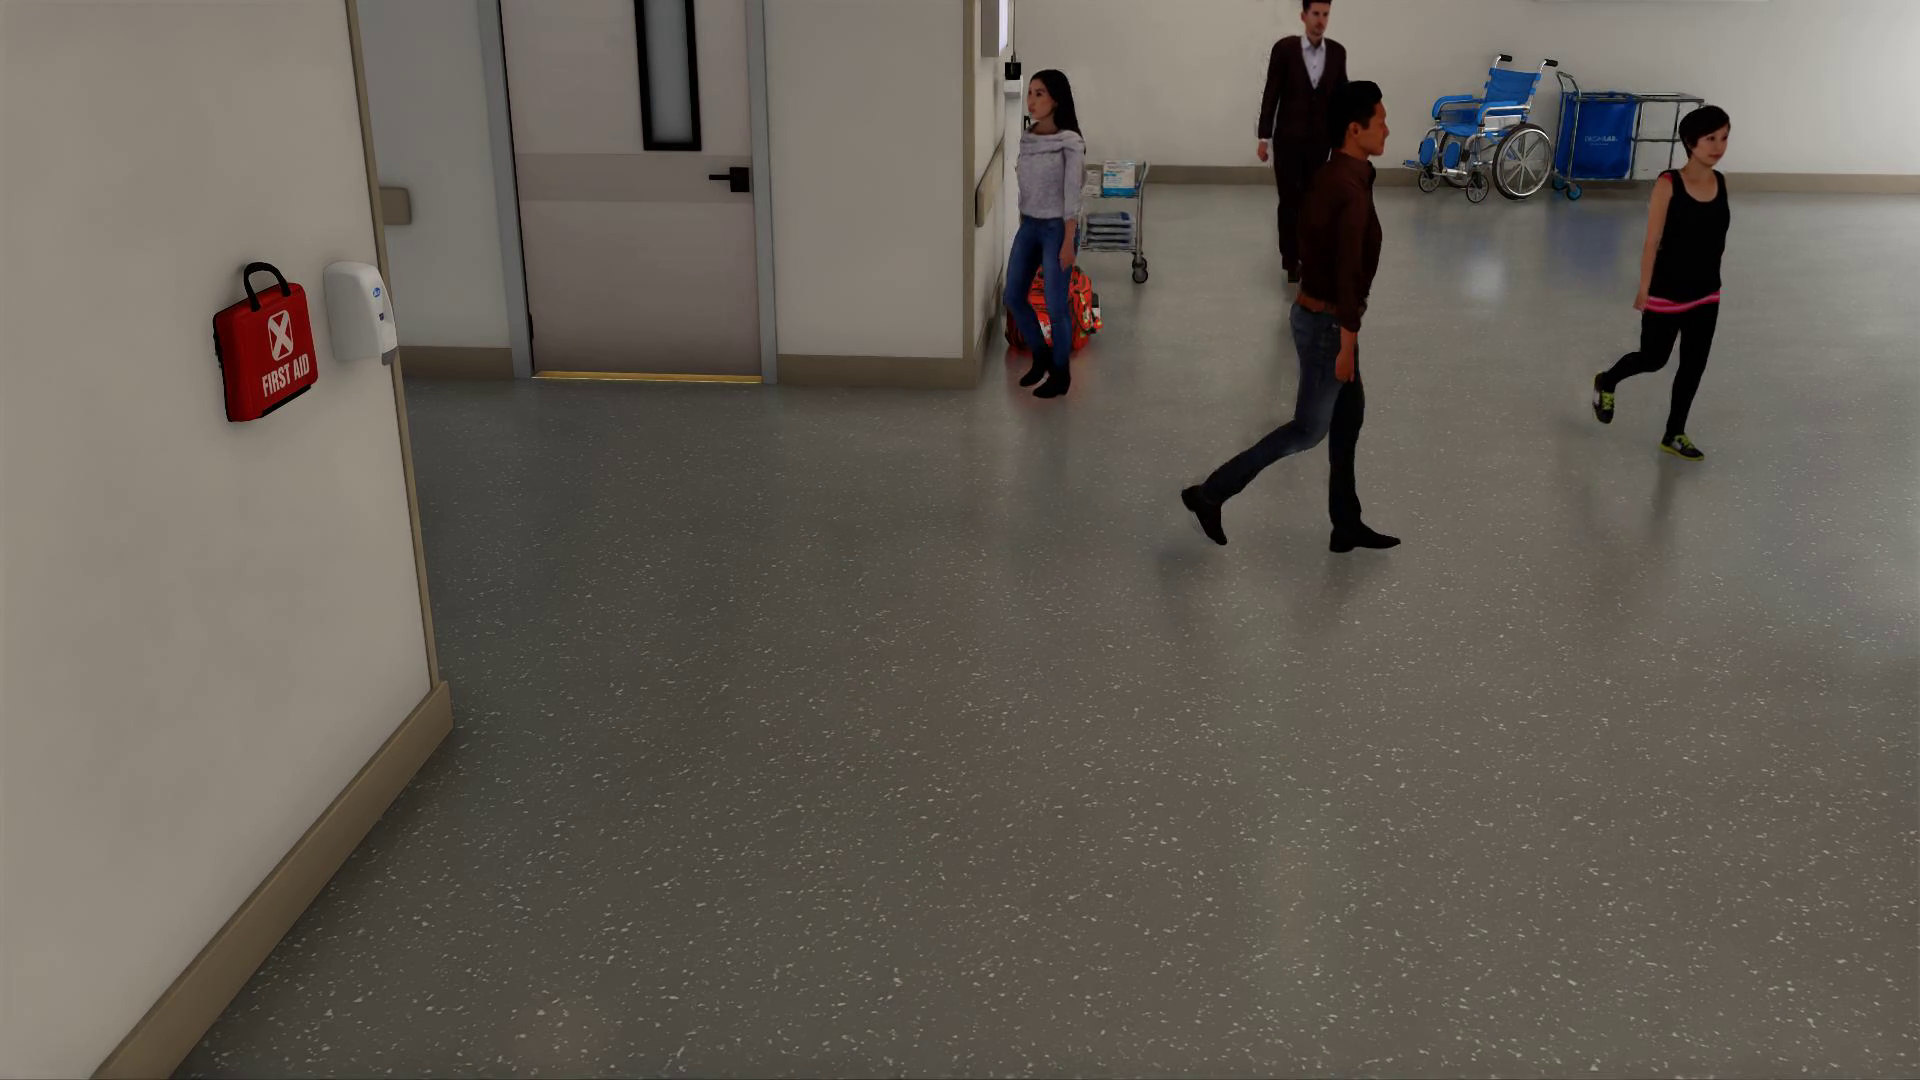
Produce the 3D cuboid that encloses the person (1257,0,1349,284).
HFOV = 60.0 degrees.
[{"bbox_3d":[2.224,-2.627,10.922,0.856,1.830,1.156,-2,21,-5],"label":"person"}]

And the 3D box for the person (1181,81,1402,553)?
[{"bbox_3d":[1.249,-0.760,6.100,0.710,1.754,0.996,2,21,5],"label":"person"}]

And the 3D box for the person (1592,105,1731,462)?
[{"bbox_3d":[3.169,-1.146,7.421,0.743,1.539,0.911,-7,22,-19],"label":"person"}]

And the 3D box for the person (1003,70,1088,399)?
[{"bbox_3d":[0.500,-1.500,8.244,0.771,1.618,0.709,-16,26,-37],"label":"person"}]
